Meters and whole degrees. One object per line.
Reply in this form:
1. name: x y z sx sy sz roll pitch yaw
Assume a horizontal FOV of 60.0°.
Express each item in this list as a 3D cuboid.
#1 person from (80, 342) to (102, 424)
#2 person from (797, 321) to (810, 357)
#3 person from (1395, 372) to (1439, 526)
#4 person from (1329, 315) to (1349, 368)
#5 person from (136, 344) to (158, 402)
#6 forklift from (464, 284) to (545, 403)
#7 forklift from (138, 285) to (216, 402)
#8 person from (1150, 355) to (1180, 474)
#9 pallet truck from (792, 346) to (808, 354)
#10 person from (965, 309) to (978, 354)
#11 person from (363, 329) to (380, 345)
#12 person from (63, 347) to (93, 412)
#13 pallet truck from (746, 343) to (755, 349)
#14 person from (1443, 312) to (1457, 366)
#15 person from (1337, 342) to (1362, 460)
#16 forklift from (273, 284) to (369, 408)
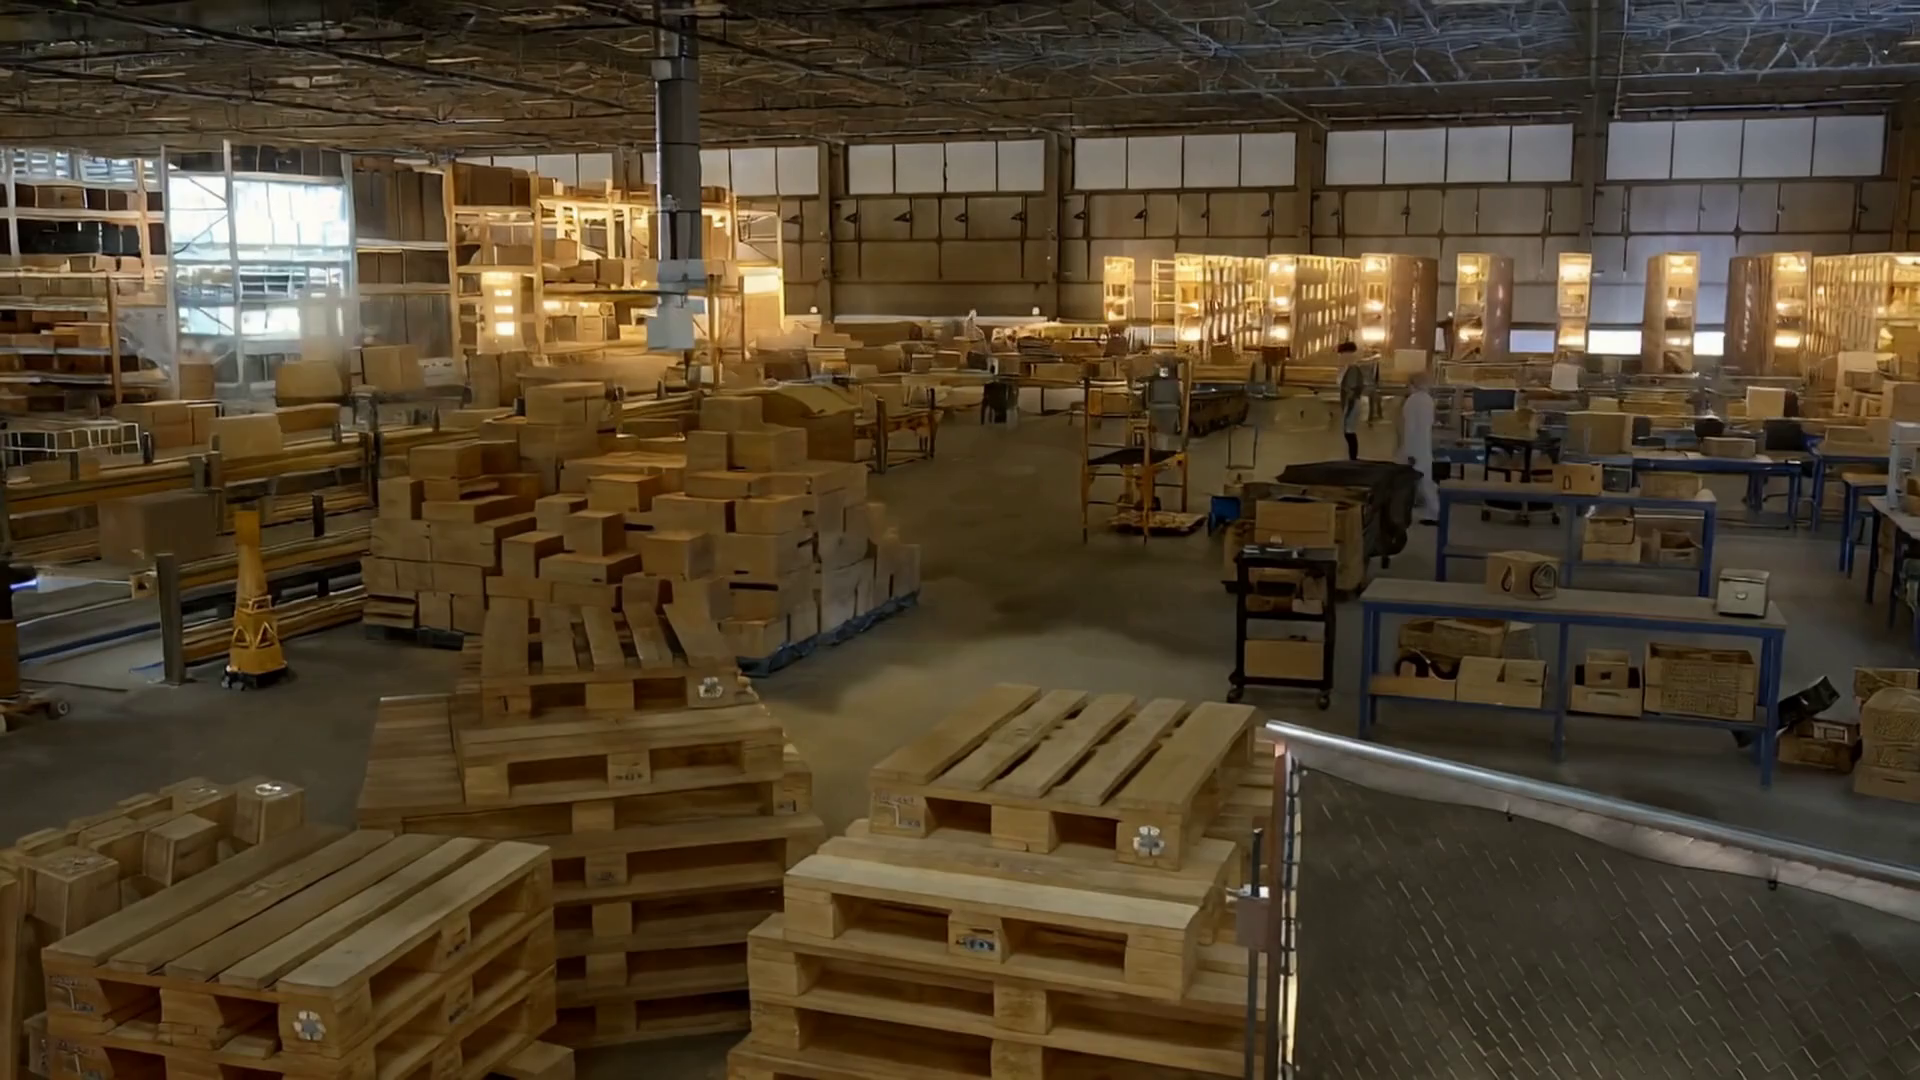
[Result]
1. person: -17.468 -3.111 33.328 0.316 1.695 0.542 4 10 22
2. person: -4.522 -5.435 47.849 0.916 1.726 0.534 6 11 34
3. person: 5.466 -1.105 20.236 0.665 1.851 0.994 -9 13 -44
4. person: 12.148 -6.250 52.797 0.949 1.783 0.604 3 10 20
5. person: -16.663 -3.195 34.052 0.276 1.632 0.507 4 10 24
6. forklift: -10.832 -4.702 39.610 1.129 2.768 1.873 3 10 20
7. forklift: -17.480 -4.200 36.461 1.873 2.768 1.129 3 10 19
8. person: 3.194 -1.908 25.435 0.624 1.803 0.762 -8 12 -41
9. pallet truck: -3.705 -4.298 42.022 0.653 1.274 1.630 3 10 20
10. person: 0.341 -6.395 53.078 0.512 1.971 0.610 1 9 9
11. person: -14.522 -4.364 41.143 0.539 1.716 0.926 2 9 13
12. person: -14.362 -2.244 27.184 0.564 1.918 0.612 4 10 26
13. pallet truck: -6.183 -4.618 44.264 1.601 1.201 0.680 -9 12 -43
14. person: 16.506 -6.775 55.990 0.434 1.816 0.832 0 9 1
15. person: 5.834 -1.950 24.988 0.403 2.033 0.607 3 10 18
16. forklift: -14.603 -4.414 37.802 1.129 2.768 1.873 3 10 20
